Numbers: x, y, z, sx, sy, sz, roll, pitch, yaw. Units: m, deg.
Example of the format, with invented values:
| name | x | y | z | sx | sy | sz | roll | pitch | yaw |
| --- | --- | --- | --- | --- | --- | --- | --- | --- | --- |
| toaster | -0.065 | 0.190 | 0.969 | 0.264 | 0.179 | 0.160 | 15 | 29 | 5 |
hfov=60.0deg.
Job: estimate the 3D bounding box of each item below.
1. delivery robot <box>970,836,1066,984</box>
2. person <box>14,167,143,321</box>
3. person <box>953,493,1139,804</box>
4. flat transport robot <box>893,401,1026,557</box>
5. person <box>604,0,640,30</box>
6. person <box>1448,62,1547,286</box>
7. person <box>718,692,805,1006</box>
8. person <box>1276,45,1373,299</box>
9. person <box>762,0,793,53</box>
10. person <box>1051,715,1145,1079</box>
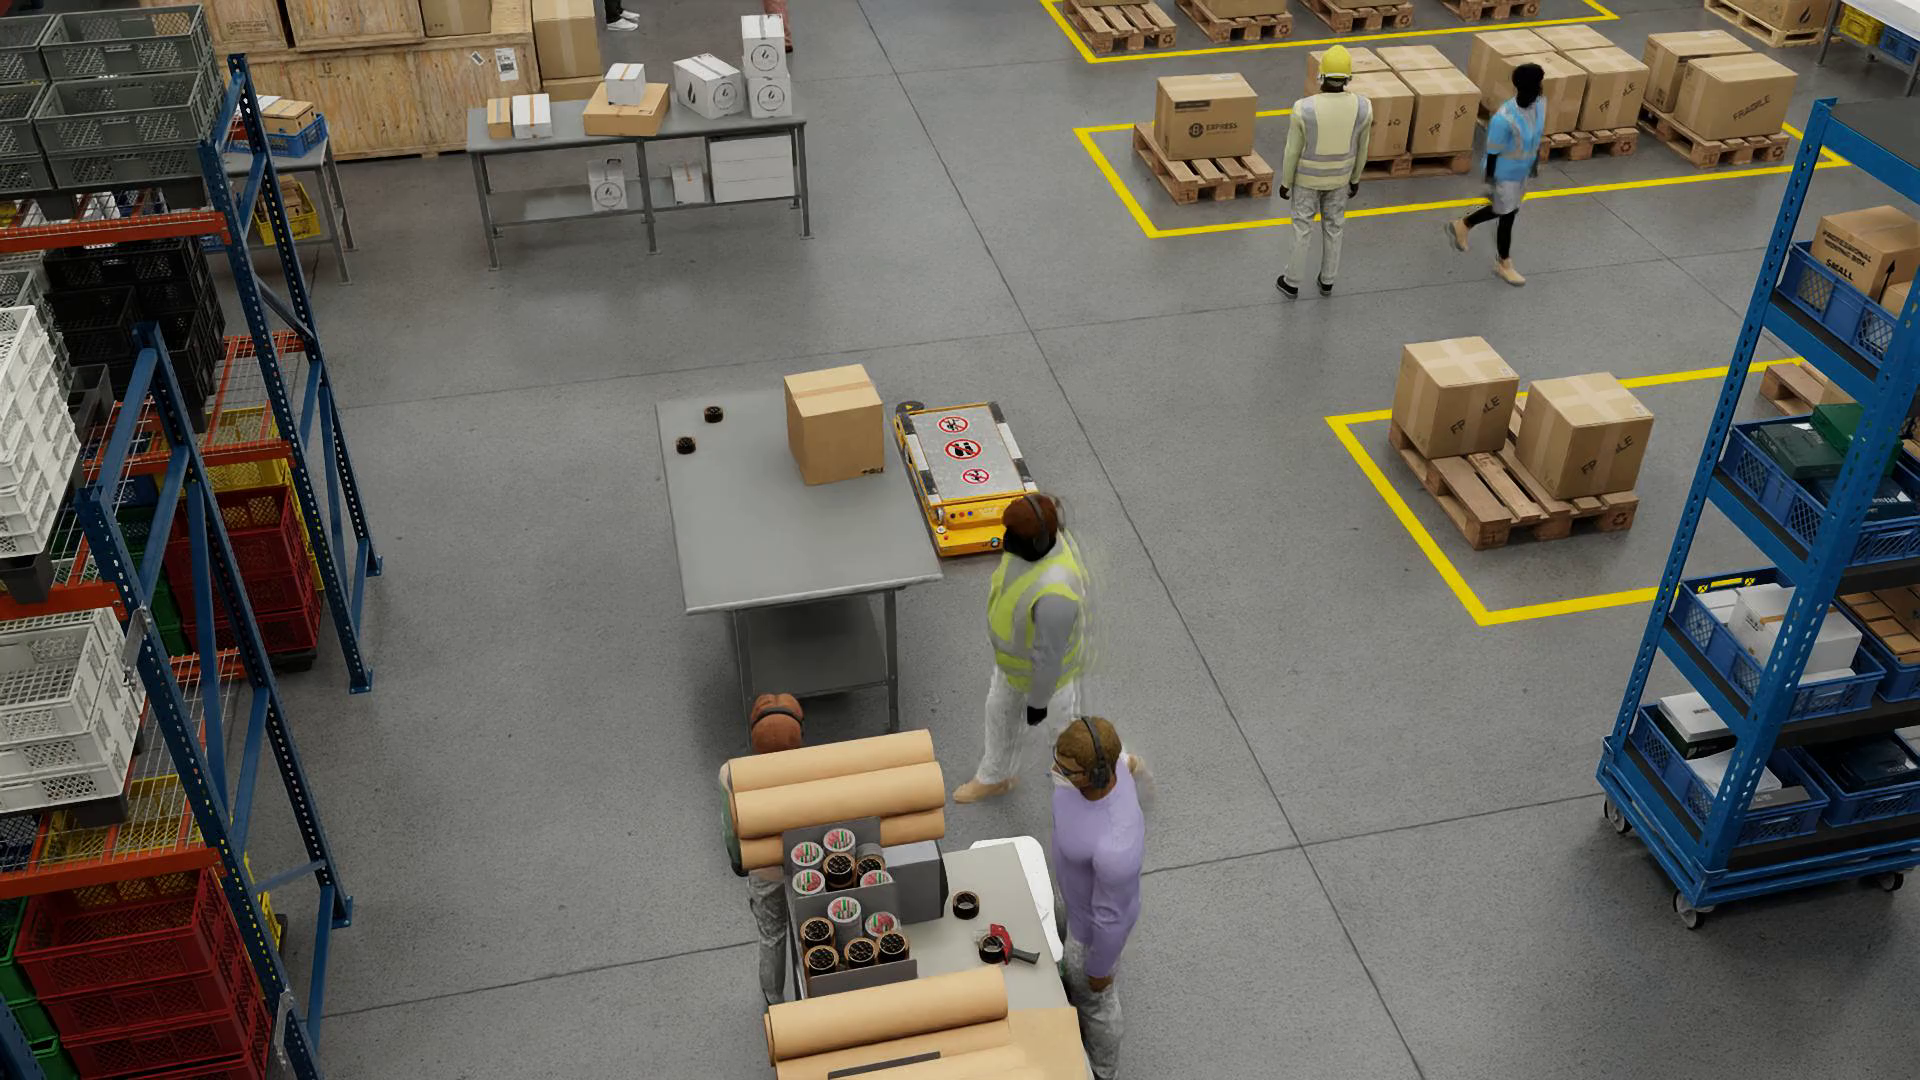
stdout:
| name | x | y | z | sx | sy | sz | roll | pitch | yaw |
| --- | --- | --- | --- | --- | --- | --- | --- | --- | --- |
| delivery robot | 0.234 | 1.591 | 7.081 | 0.477 | 0.478 | 0.707 | -5 | 37 | -6 |
| person | -5.644 | -1.860 | 10.690 | 0.573 | 1.883 | 0.356 | -28 | 45 | -32 |
| person | 0.429 | 0.523 | 7.560 | 0.835 | 1.814 | 0.634 | -8 | 37 | -11 |
| flat transport robot | 0.046 | -0.430 | 10.108 | 0.652 | 0.197 | 1.431 | -8 | 37 | -10 |
| person | -3.423 | -5.942 | 16.157 | 0.391 | 1.911 | 0.586 | -2 | 37 | -3 |
| person | 3.918 | -2.677 | 11.967 | 0.568 | 1.660 | 0.658 | -25 | 44 | -30 |
| person | -0.680 | 1.274 | 6.675 | 0.514 | 1.645 | 0.309 | -4 | 37 | -5 |
| person | 2.536 | -2.565 | 11.678 | 0.597 | 1.832 | 0.404 | -4 | 37 | -6 |
| person | -1.841 | -5.542 | 15.631 | 0.397 | 1.898 | 0.669 | -14 | 39 | -18 |
| person | 0.494 | 1.392 | 6.283 | 0.363 | 1.932 | 0.631 | -4 | 37 | -5 |
